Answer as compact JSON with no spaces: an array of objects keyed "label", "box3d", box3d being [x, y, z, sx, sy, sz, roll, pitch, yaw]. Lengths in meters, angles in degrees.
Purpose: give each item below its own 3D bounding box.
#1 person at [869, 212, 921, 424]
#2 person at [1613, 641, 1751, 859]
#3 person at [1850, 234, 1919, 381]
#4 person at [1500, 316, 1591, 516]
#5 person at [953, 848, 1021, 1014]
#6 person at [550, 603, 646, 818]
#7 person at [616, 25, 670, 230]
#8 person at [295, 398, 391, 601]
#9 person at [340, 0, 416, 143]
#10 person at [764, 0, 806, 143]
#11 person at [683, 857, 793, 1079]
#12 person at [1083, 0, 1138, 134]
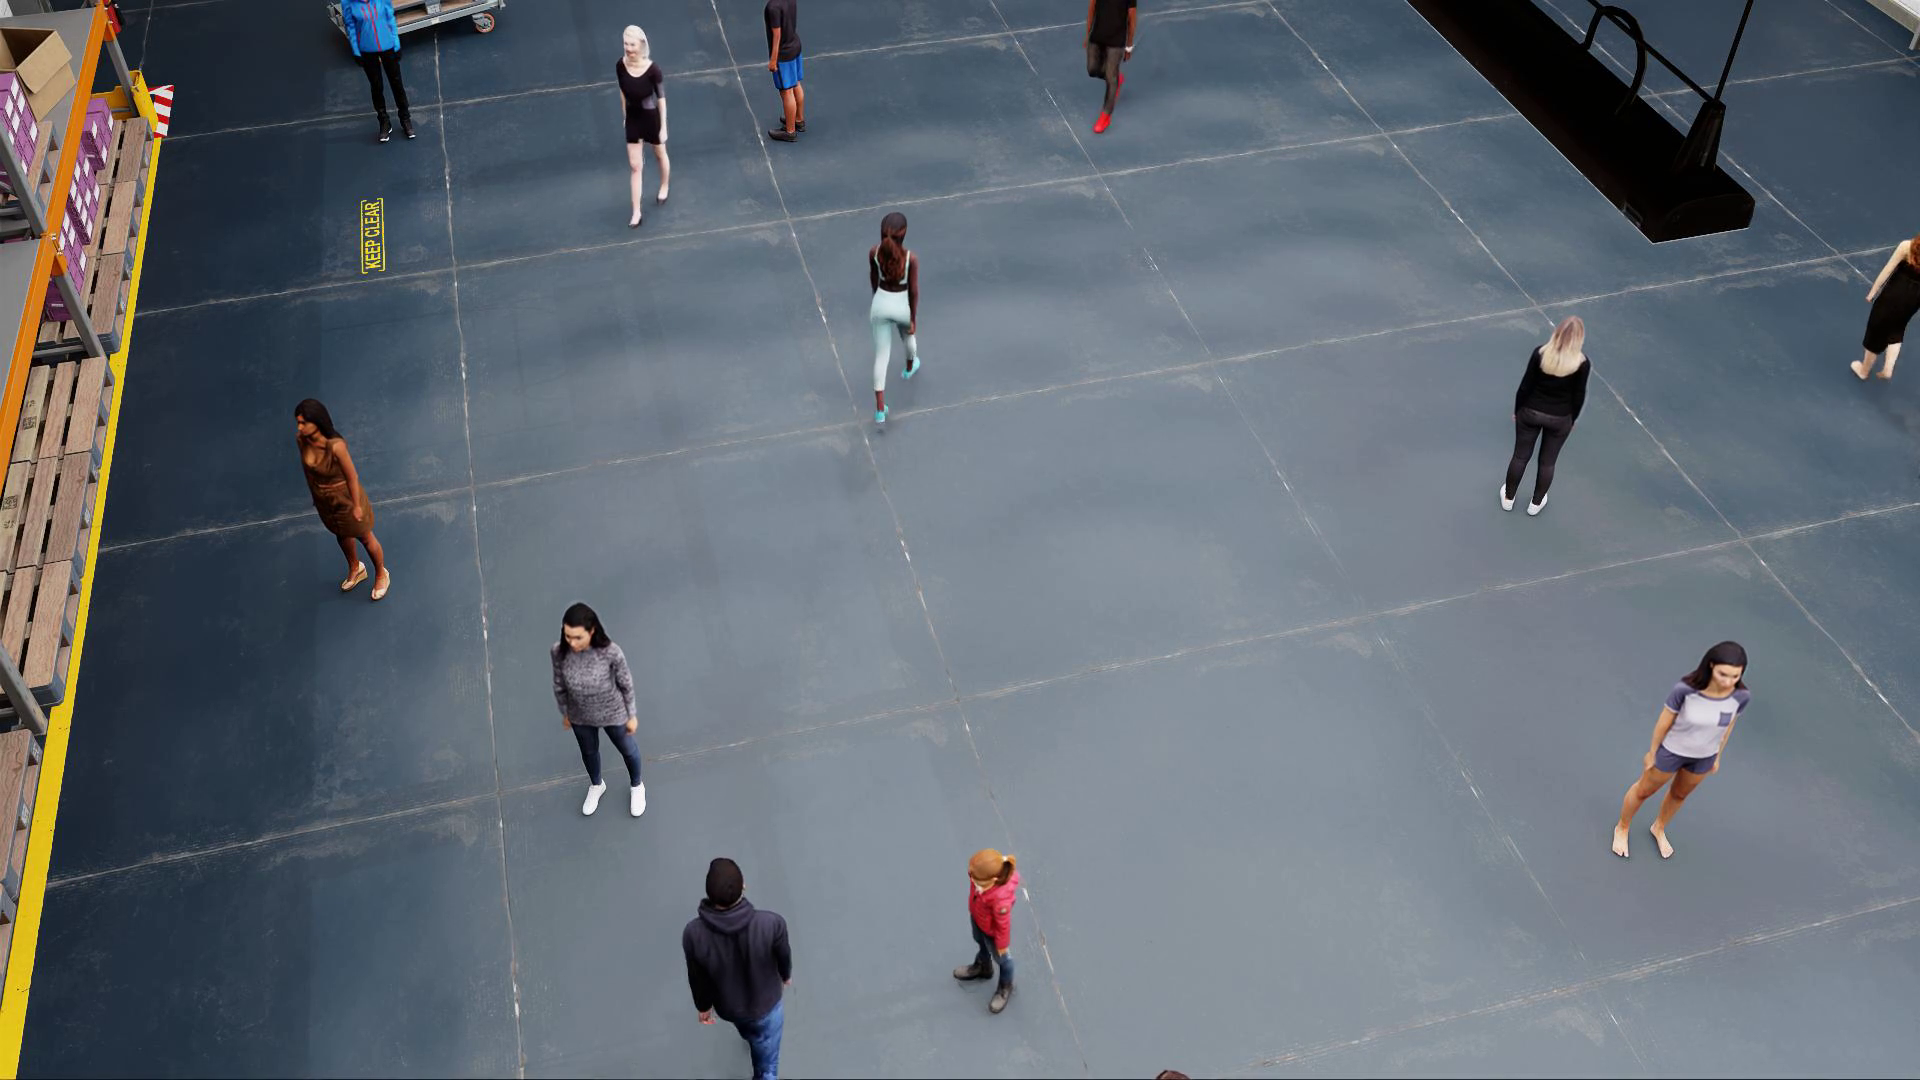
[{"label":"person","box3d":[-0.545,-1.683,12.715,0.874,1.682,1.188,7,44,7]},{"label":"person","box3d":[4.200,1.215,9.636,0.644,1.734,0.614,3,44,3]},{"label":"person","box3d":[7.361,-1.854,12.942,0.694,1.618,0.757,1,44,1]},{"label":"person","box3d":[4.169,-0.875,11.865,0.690,1.685,0.731,17,46,17]},{"label":"person","box3d":[0.196,2.064,9.052,0.612,1.310,0.504,-17,46,-17]},{"label":"person","box3d":[-2.136,1.003,9.860,0.674,1.731,0.639,3,44,3]},{"label":"person","box3d":[-2.761,-3.742,14.795,0.923,1.796,1.182,7,44,7]},{"label":"person","box3d":[-4.188,-0.280,11.237,0.638,1.690,0.675,16,46,16]},{"label":"person","box3d":[-5.520,-4.652,15.749,0.618,1.797,0.520,-12,45,-12]},{"label":"person","box3d":[-1.651,-4.644,15.739,0.768,1.799,0.689,14,45,14]},{"label":"person","box3d":[-1.073,2.371,8.341,0.912,1.846,1.304,0,44,0]},{"label":"person","box3d":[1.474,-4.851,15.961,0.972,1.792,1.022,24,48,23]}]
